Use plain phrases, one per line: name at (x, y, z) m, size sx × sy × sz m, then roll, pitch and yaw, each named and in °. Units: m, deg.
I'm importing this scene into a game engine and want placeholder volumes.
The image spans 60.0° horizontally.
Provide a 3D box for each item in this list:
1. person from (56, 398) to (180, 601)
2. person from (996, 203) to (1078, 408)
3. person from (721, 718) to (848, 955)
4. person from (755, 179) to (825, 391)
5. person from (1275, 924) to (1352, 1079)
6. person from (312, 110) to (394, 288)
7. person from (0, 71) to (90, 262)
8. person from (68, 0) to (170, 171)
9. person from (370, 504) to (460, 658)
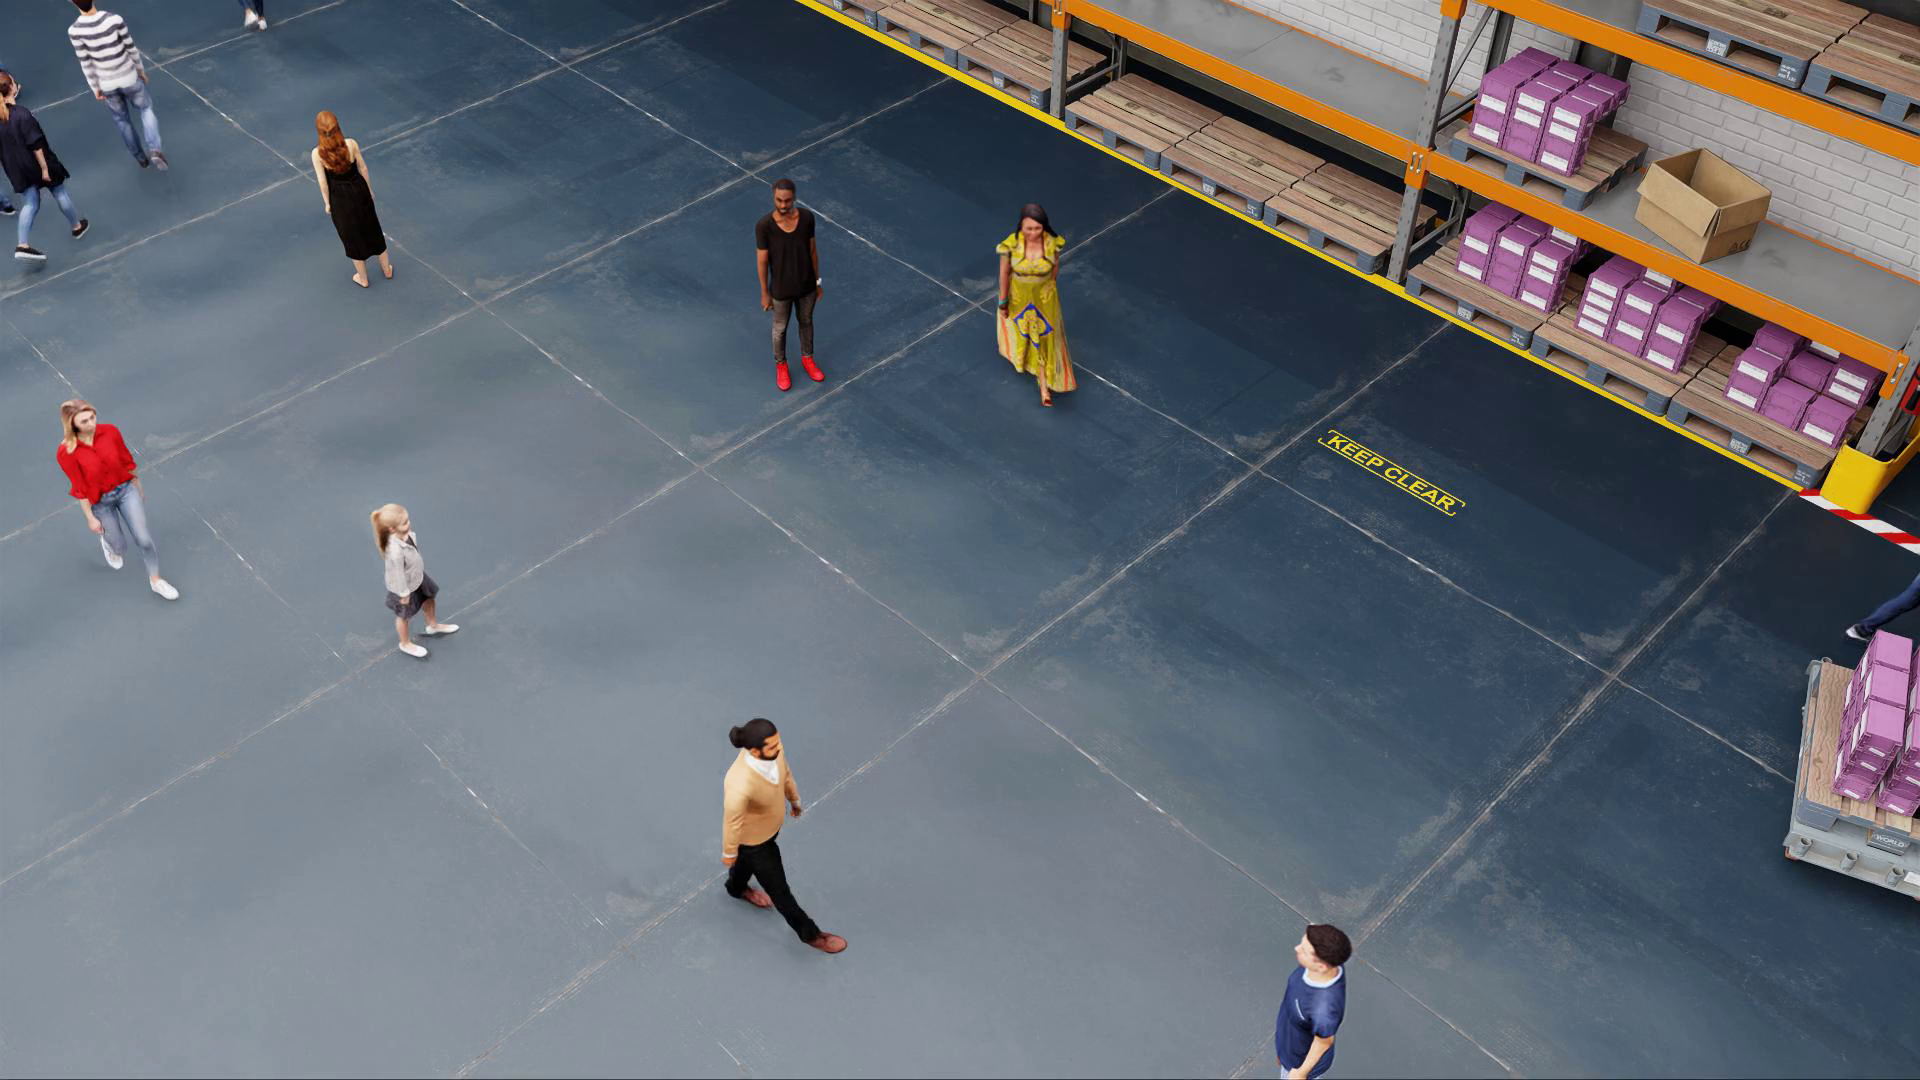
person at (-5.755, -0.295, 11.202) m, size 0.883 × 1.690 × 0.669 m, roll 28°, pitch 50°, yaw 27°
person at (0.525, -1.947, 12.989) m, size 1.180 × 1.617 × 1.296 m, roll -5°, pitch 44°, yaw -5°
person at (-1.189, 1.570, 9.228) m, size 1.212 × 1.712 × 0.975 m, roll 16°, pitch 46°, yaw 16°
person at (-1.310, -2.004, 12.913) m, size 0.717 × 1.804 × 0.657 m, roll -17°, pitch 46°, yaw -17°
person at (1.697, 2.461, 8.195) m, size 0.739 × 1.847 × 0.703 m, roll 5°, pitch 44°, yaw 5°
person at (-5.116, -2.857, 13.939) m, size 0.615 × 1.624 × 0.618 m, roll -24°, pitch 49°, yaw -23°
person at (-8.012, -3.157, 14.234) m, size 1.079 × 1.652 × 1.014 m, roll 14°, pitch 45°, yaw 14°
person at (-7.651, -4.155, 15.147) m, size 0.821 × 1.838 × 0.998 m, roll -20°, pitch 47°, yaw -19°
person at (-3.682, 0.248, 10.940) m, size 0.731 × 1.265 × 0.672 m, roll 2°, pitch 44°, yaw 2°
